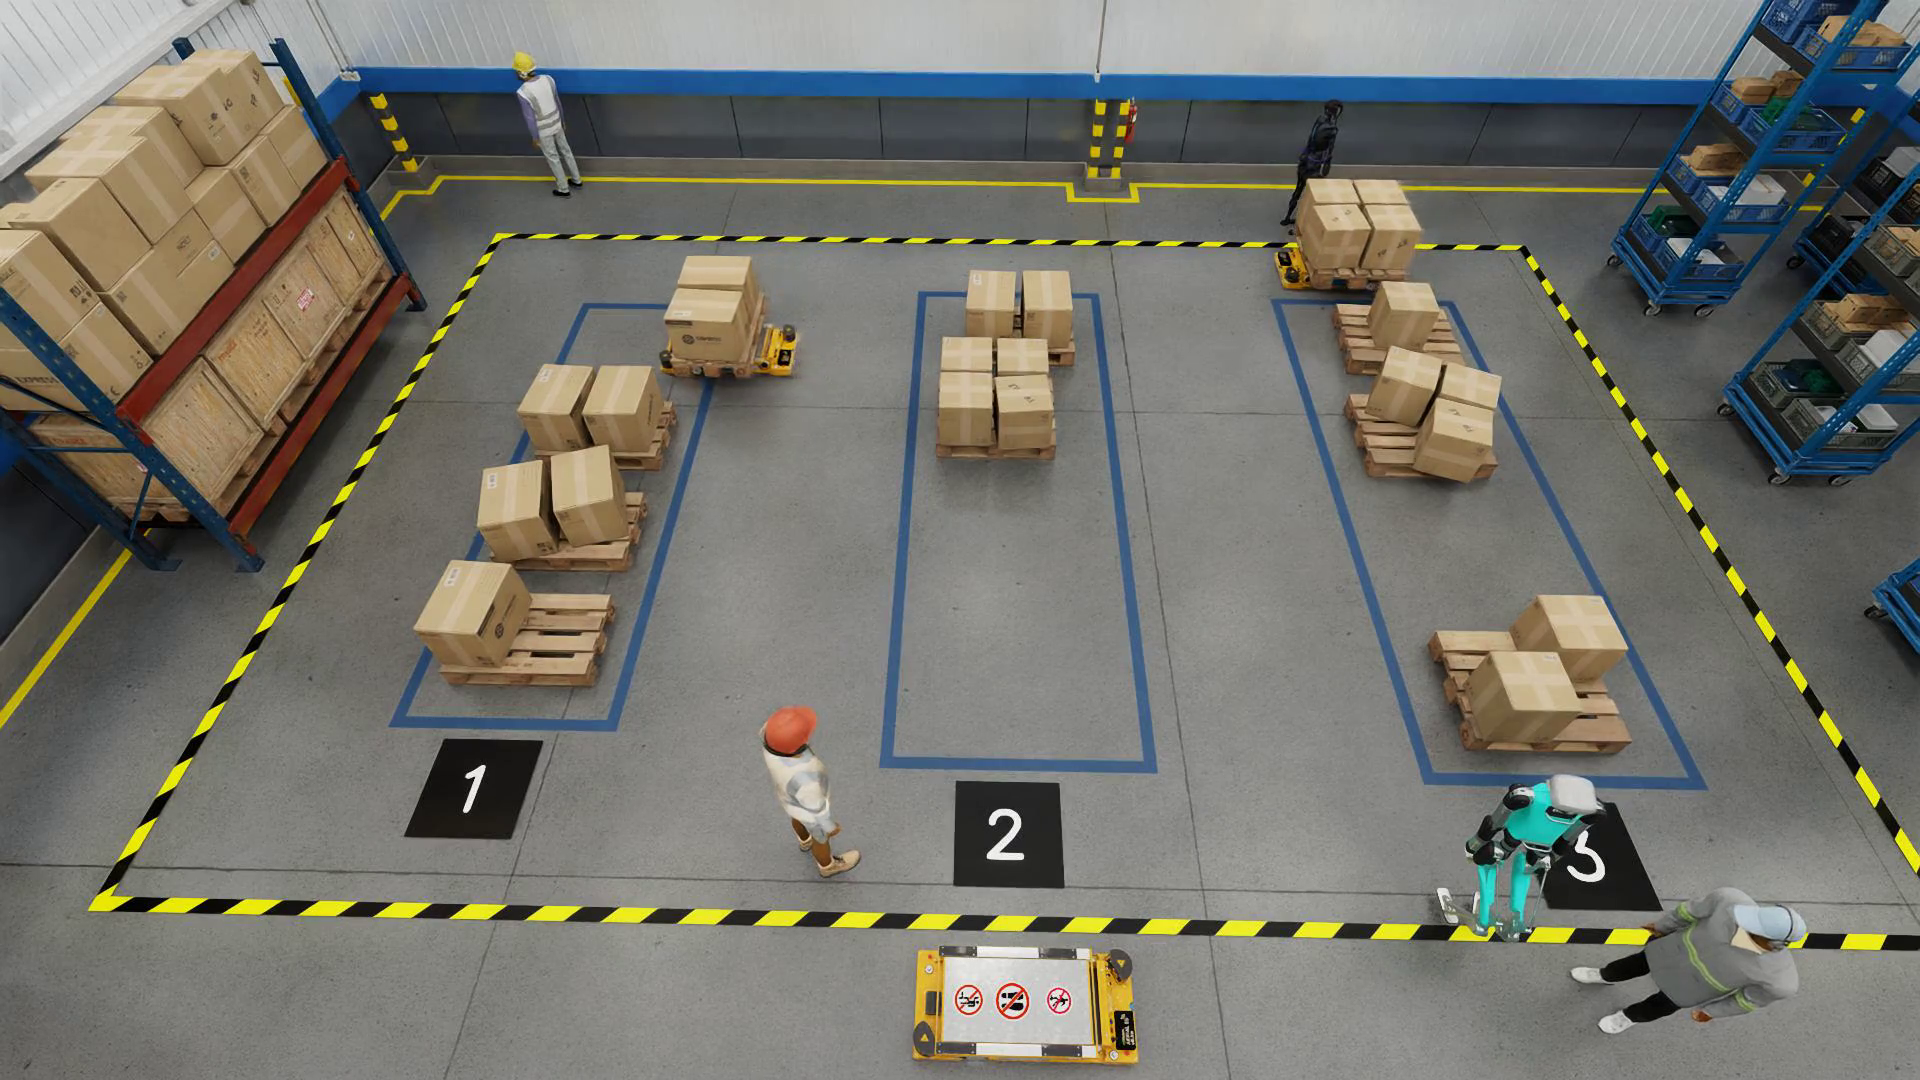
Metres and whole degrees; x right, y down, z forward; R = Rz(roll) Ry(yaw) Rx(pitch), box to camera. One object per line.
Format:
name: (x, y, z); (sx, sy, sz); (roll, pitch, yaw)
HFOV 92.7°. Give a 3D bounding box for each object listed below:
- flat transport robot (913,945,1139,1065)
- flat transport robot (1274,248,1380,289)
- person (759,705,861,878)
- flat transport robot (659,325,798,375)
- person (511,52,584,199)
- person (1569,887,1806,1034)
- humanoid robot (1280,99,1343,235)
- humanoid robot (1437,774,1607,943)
flat transport robot: (0.422, 3.041, 6.007); (1.431, 0.231, 0.659); (1, 51, 1)
flat transport robot: (4.632, -3.335, 11.186); (1.431, 0.197, 0.652); (1, 51, 1)
person: (-0.989, 1.656, 5.990); (0.366, 2.048, 0.606); (-31, 57, -23)
flat transport robot: (-2.570, -2.133, 10.207); (1.431, 0.197, 0.652); (1, 51, 1)
person: (-5.338, -5.334, 11.822); (0.404, 1.833, 0.599); (21, 54, 16)
person: (4.298, 2.520, 5.412); (0.401, 1.848, 0.590); (-5, 51, -4)
humanoid robot: (4.365, -4.614, 11.331); (0.315, 1.654, 0.599); (-7, 51, -6)
humanoid robot: (3.480, 2.116, 5.724); (0.533, 1.681, 0.735); (10, 51, 8)
